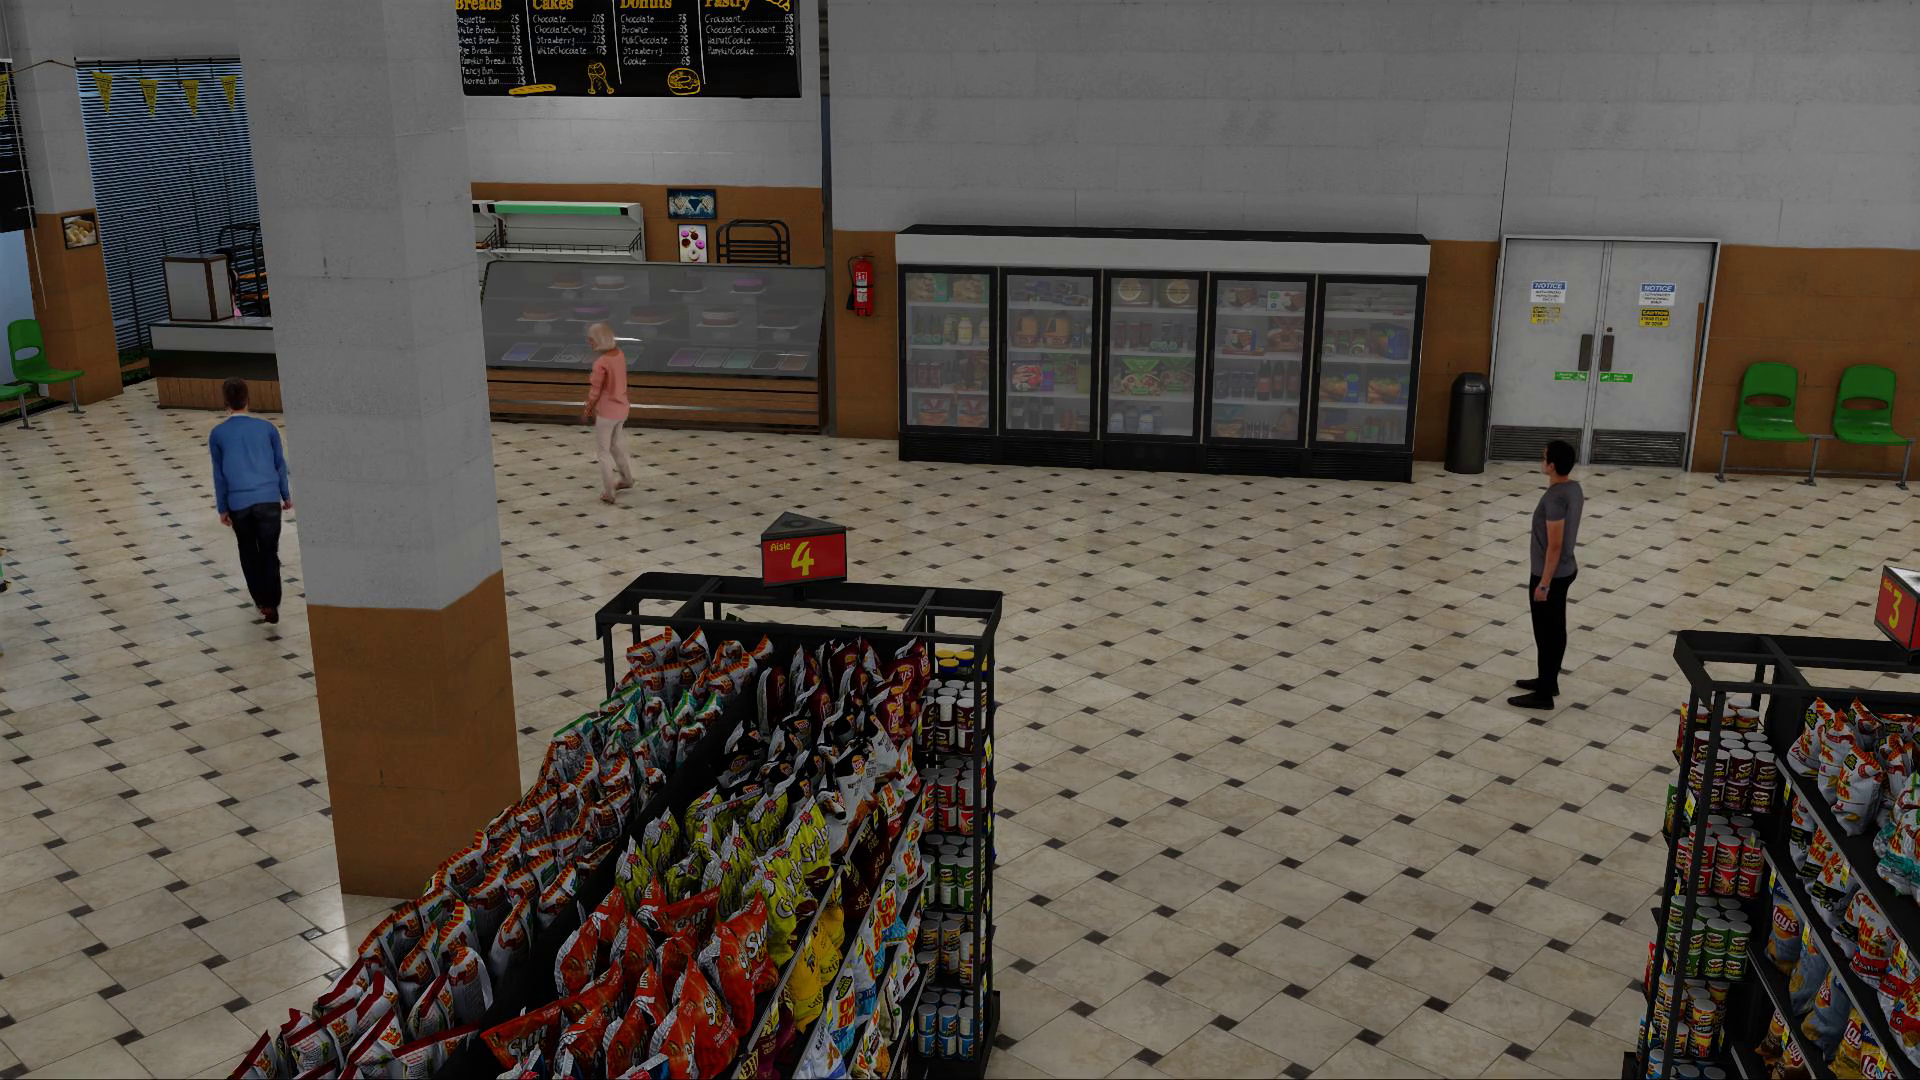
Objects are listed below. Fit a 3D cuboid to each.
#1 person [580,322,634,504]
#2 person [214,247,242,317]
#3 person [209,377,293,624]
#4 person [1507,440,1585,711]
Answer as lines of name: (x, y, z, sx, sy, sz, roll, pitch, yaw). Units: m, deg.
person: (-3.197, -1.155, 15.263, 0.850, 1.685, 0.628, 11, 20, 32)
person: (-8.859, -2.677, 20.177, 0.683, 1.742, 0.511, 0, 17, -2)
person: (-5.156, -0.263, 12.152, 1.010, 1.786, 1.241, -5, 18, -17)
person: (3.799, 0.210, 10.649, 0.759, 1.754, 0.614, 10, 19, 29)
